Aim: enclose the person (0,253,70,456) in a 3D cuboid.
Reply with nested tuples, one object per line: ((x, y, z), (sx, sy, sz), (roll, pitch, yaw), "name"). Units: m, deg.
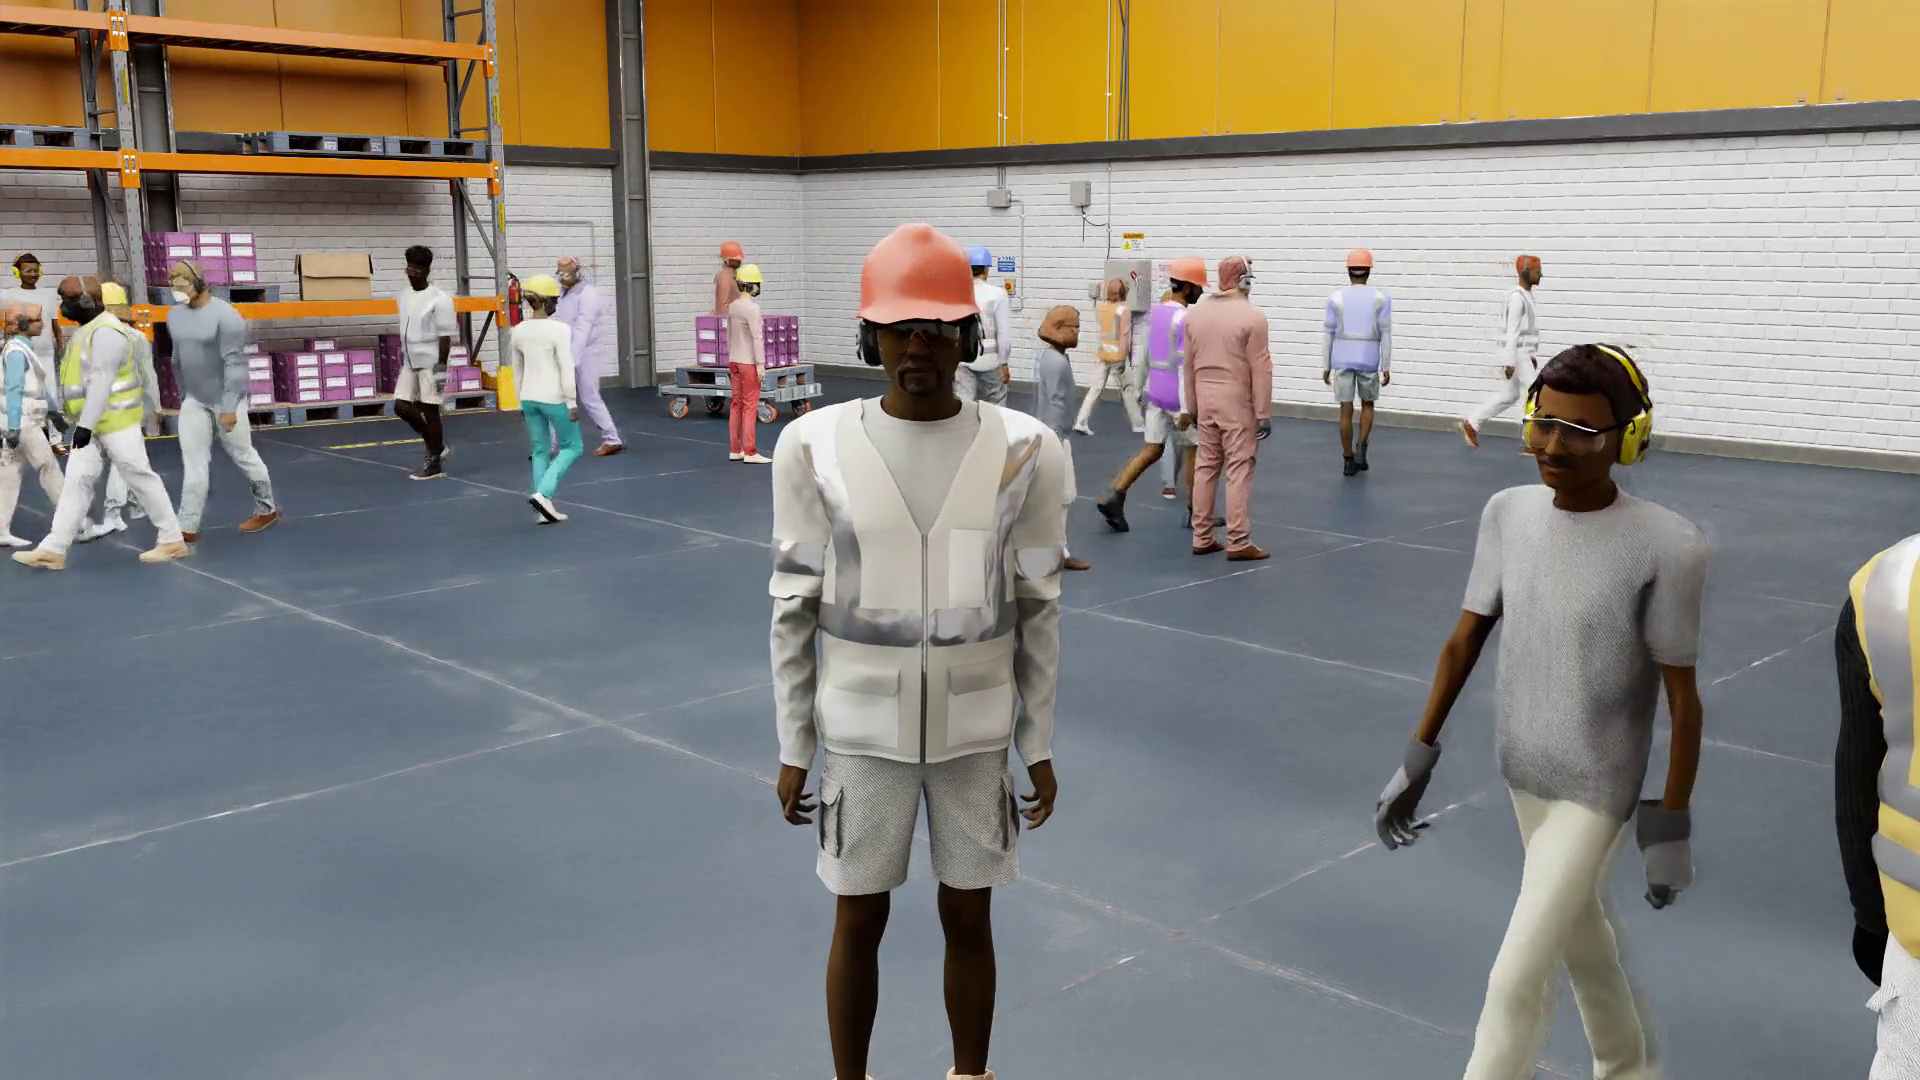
((-8.435, -1.675, 15.181), (0.321, 1.861, 0.514), (9, 14, 41), "person")

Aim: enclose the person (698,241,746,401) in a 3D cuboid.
((-2.762, -2.526, 19.529), (0.748, 1.962, 0.656), (-1, 10, -7), "person")

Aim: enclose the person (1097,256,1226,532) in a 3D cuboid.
((1.400, -0.983, 11.336), (0.901, 1.894, 0.551), (-5, 12, -26), "person")

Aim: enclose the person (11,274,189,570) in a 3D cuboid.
((-5.248, -0.708, 10.111), (0.628, 1.790, 0.967), (10, 14, 43), "person")

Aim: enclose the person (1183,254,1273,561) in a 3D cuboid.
((1.702, -0.826, 10.420), (0.403, 1.904, 0.651), (-9, 14, -40), "person")

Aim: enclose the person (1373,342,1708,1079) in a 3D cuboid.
((1.133, 0.519, 3.334), (1.005, 1.809, 0.530), (-5, 11, -23), "person")

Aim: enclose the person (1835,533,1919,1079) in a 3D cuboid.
((1.681, 0.640, 2.594), (0.429, 1.847, 0.627), (-7, 12, -32), "person")

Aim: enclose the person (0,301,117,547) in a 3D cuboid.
((-5.985, -0.748, 10.831), (0.815, 1.598, 0.513), (-6, 12, -29), "person")

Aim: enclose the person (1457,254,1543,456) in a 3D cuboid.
((5.090, -1.704, 15.357), (0.852, 1.858, 0.582), (4, 11, 22), "person")

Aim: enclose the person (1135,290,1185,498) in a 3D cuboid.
((1.635, -1.159, 13.054), (0.526, 1.589, 0.818), (0, 10, -3), "person")

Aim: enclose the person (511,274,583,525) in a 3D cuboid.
((-2.885, -0.966, 11.578), (0.555, 1.751, 0.398), (5, 12, 27), "person")

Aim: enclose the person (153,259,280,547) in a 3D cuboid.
((-4.944, -0.908, 10.991), (0.651, 1.875, 1.021), (4, 11, 19), "person")

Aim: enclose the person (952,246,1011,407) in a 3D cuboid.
((0.195, -1.547, 14.293), (0.646, 1.918, 0.828), (4, 11, 22), "person")

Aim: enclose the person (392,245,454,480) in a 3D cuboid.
((-4.432, -1.453, 13.726), (0.651, 1.944, 0.418), (7, 12, 32), "person")

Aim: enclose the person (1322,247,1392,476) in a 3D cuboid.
((3.345, -1.502, 14.050), (0.574, 1.920, 0.456), (3, 11, 14), "person")

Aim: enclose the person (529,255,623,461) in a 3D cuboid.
((-3.458, -1.641, 15.035), (0.651, 1.859, 0.868), (8, 13, 39), "person")

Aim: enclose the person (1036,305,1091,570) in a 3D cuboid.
((0.523, -0.596, 9.946), (0.486, 1.616, 0.506), (0, 10, 0), "person")

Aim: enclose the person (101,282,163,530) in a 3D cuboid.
((-5.864, -0.936, 11.587), (0.502, 1.700, 0.894), (0, 10, -2), "person")

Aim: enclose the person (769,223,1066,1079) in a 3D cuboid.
((-0.081, 0.389, 3.418), (0.608, 2.044, 0.370), (-1, 10, -7), "person")

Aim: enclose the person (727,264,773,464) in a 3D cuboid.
((-1.877, -1.561, 14.810), (0.326, 1.767, 0.533), (-7, 13, -35), "person")

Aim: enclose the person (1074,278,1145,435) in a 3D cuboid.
((1.543, -1.845, 16.834), (0.890, 1.592, 0.530), (-6, 12, -31), "person")
